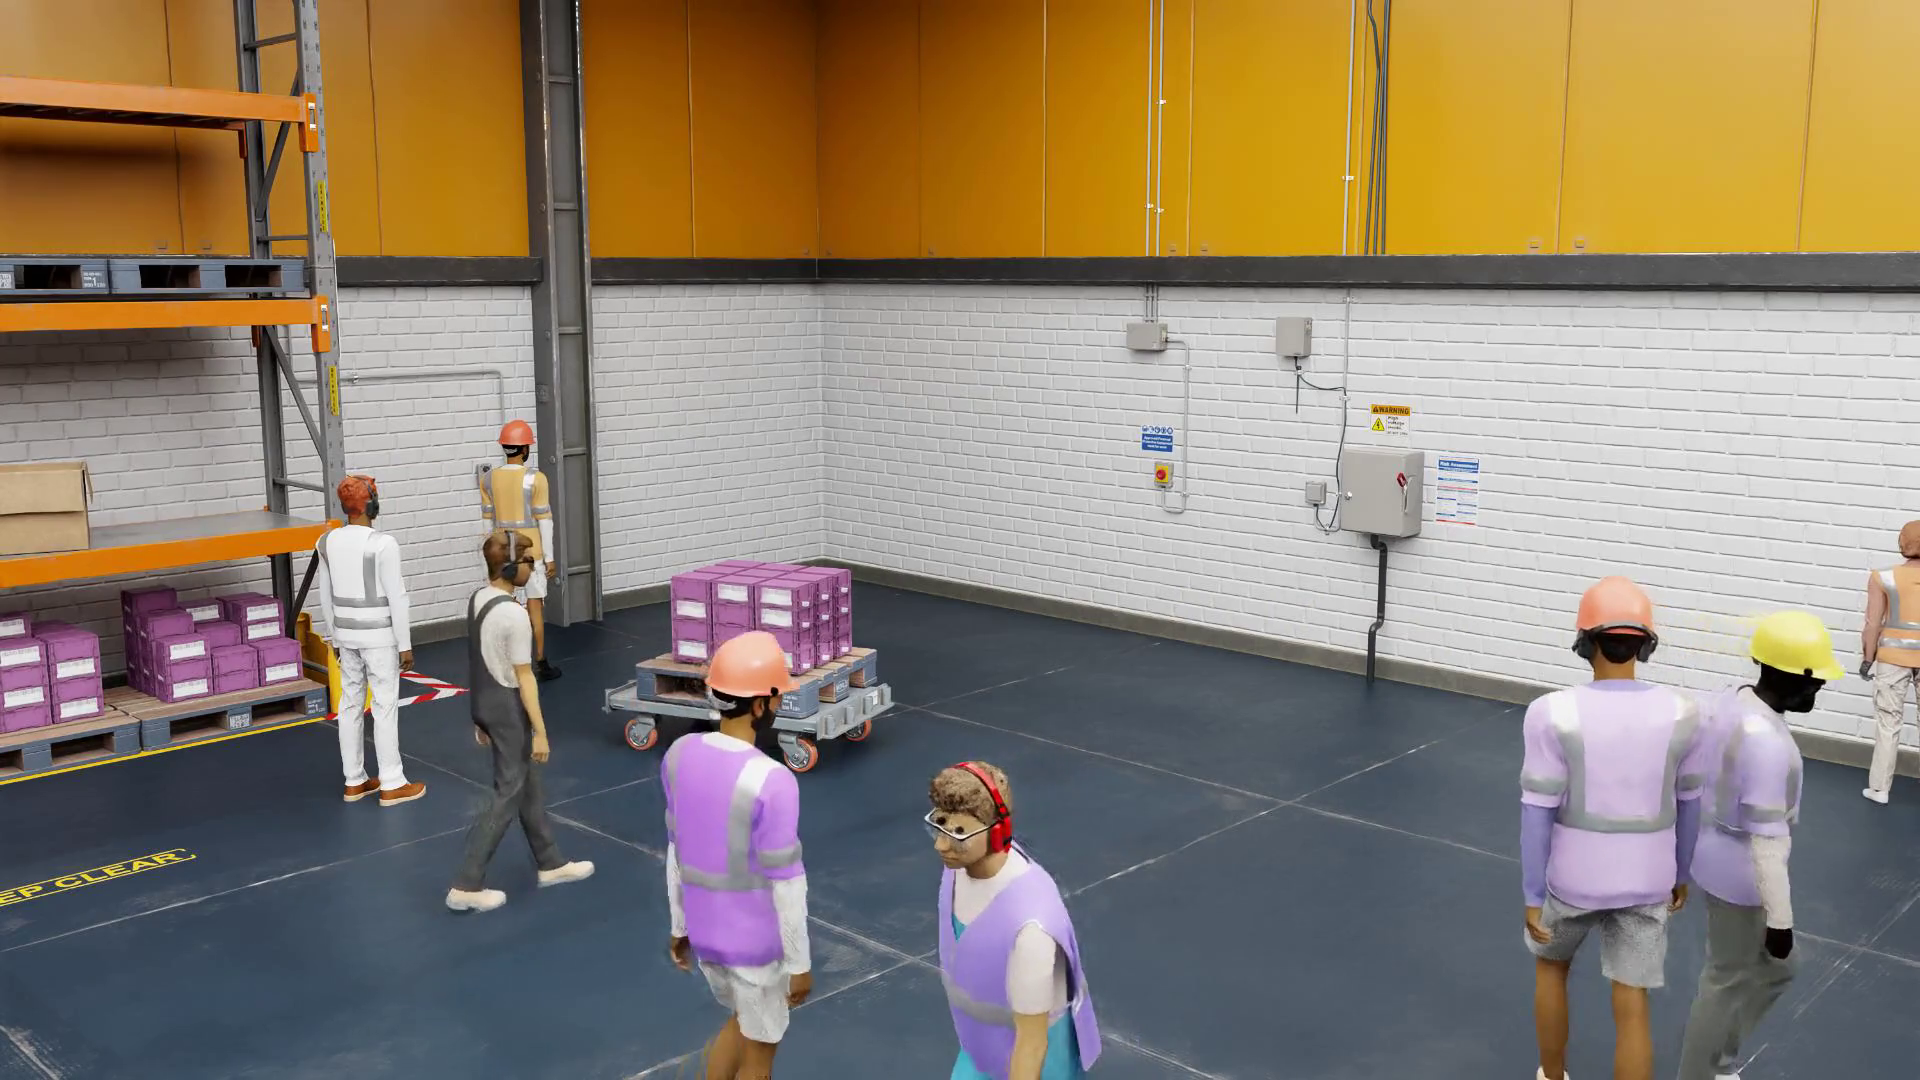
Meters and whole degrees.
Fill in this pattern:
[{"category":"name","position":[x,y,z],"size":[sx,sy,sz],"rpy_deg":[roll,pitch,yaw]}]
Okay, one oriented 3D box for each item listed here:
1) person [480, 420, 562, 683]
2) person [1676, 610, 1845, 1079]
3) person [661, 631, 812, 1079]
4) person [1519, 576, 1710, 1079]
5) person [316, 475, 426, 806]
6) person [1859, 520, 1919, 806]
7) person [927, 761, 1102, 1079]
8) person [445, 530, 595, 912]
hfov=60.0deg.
[{"category":"person","position":[-3.218,0.089,12.194],"size":[0.543,1.938,0.356],"rpy_deg":[2,9,12]},{"category":"person","position":[2.741,1.157,5.750],"size":[0.496,1.897,0.625],"rpy_deg":[3,10,17]},{"category":"person","position":[-0.674,1.226,5.281],"size":[0.569,1.913,0.410],"rpy_deg":[8,12,40]},{"category":"person","position":[2.179,1.120,5.641],"size":[0.628,2.019,0.723],"rpy_deg":[1,9,7]},{"category":"person","position":[-3.343,0.568,9.421],"size":[0.575,1.885,0.355],"rpy_deg":[4,10,22]},{"category":"person","position":[5.352,0.700,9.361],"size":[0.513,1.639,0.313],"rpy_deg":[3,10,18]},{"category":"person","position":[0.102,1.431,4.434],"size":[0.852,1.778,0.577],"rpy_deg":[-4,10,-25]},{"category":"person","position":[-2.133,0.849,7.915],"size":[0.796,1.818,0.529],"rpy_deg":[-7,12,-37]}]
